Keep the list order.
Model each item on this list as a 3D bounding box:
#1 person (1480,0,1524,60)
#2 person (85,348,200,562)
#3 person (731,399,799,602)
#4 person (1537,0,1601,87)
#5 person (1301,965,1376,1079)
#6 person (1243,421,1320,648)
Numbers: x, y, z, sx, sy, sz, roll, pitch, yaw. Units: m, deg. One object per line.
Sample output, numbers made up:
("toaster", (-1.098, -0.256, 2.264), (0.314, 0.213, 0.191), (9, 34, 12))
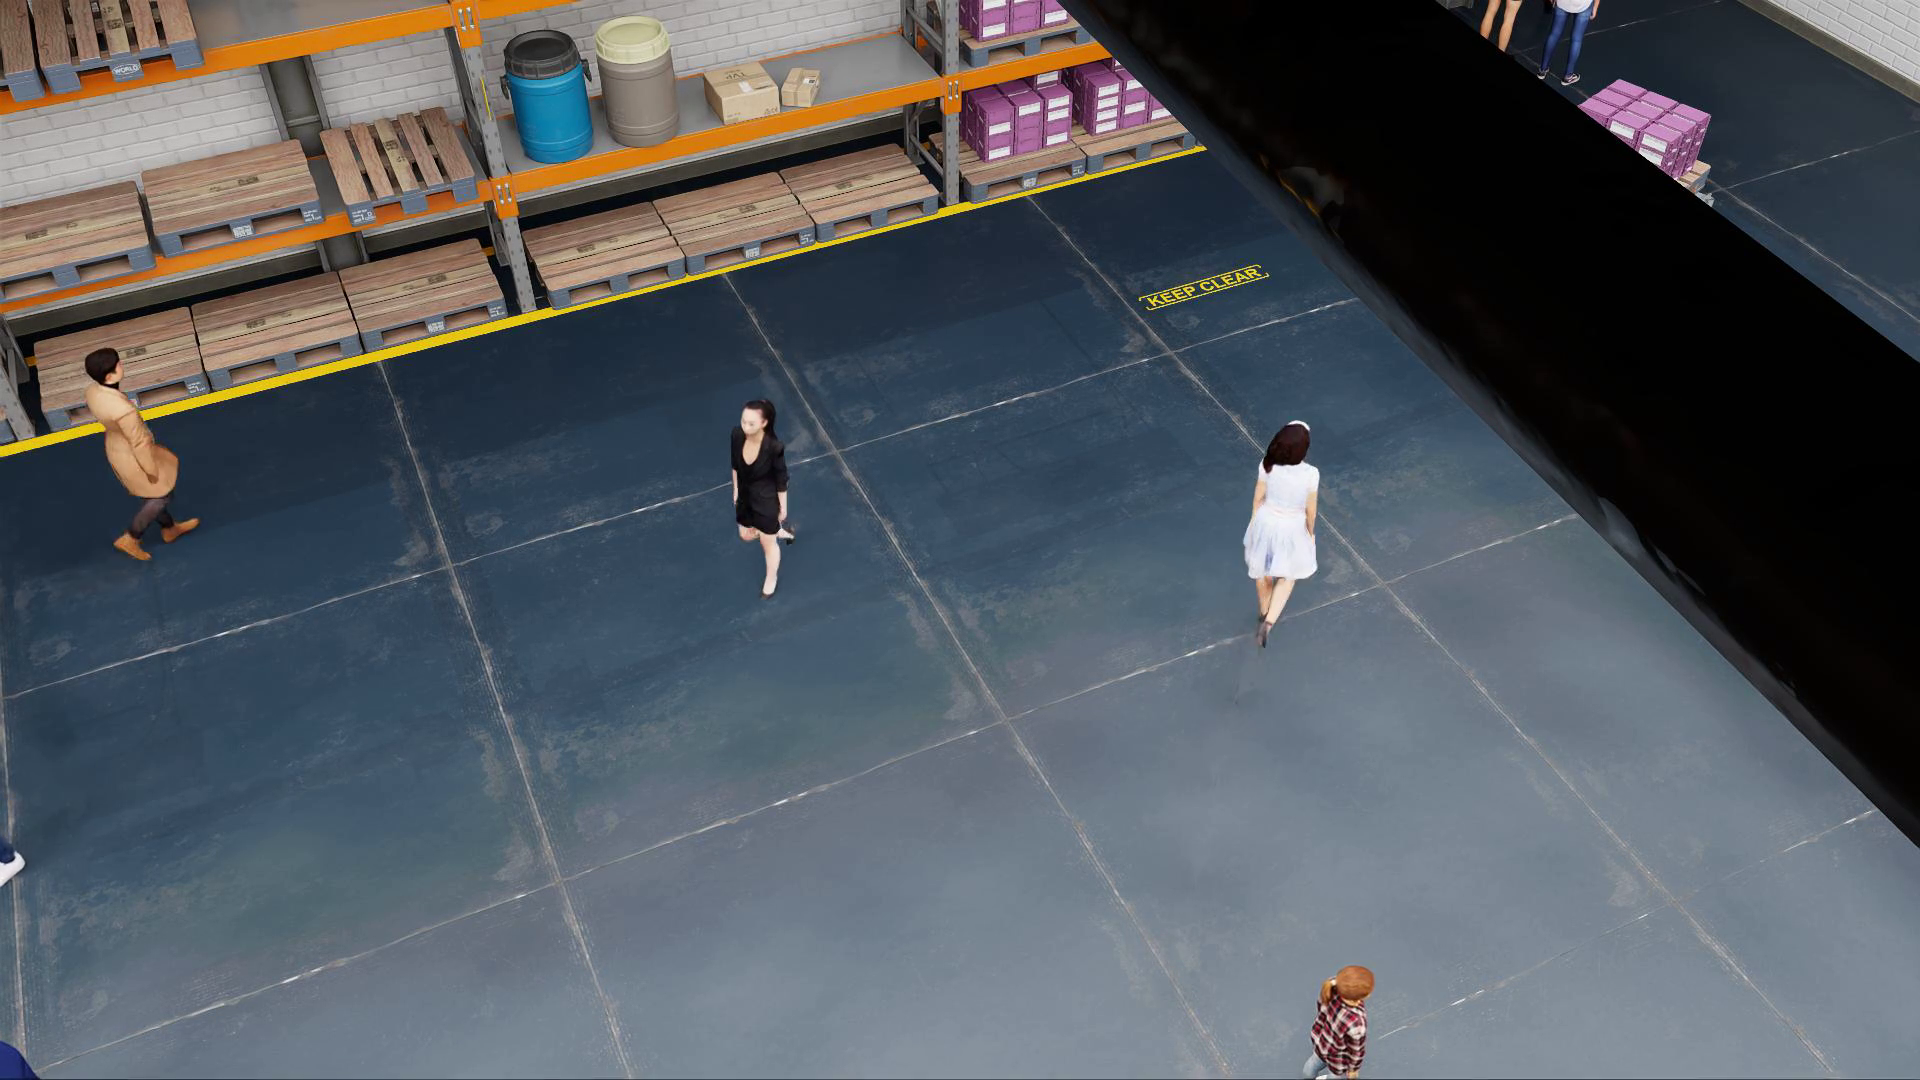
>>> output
("person", (5.592, -5.735, 16.908), (0.606, 1.816, 0.688), (-30, 51, -28))
("person", (-5.817, -0.558, 11.550), (0.867, 1.710, 0.996), (29, 51, 27))
("person", (-1.308, -0.313, 11.311), (0.815, 1.686, 0.901), (22, 48, 22))
("person", (6.161, -5.412, 16.644), (0.743, 1.713, 0.769), (26, 50, 25))
("person", (1.934, 2.578, 8.552), (0.530, 1.305, 0.553), (-13, 45, -13))
("person", (2.066, 0.024, 10.869), (0.965, 1.808, 1.037), (16, 46, 17))
